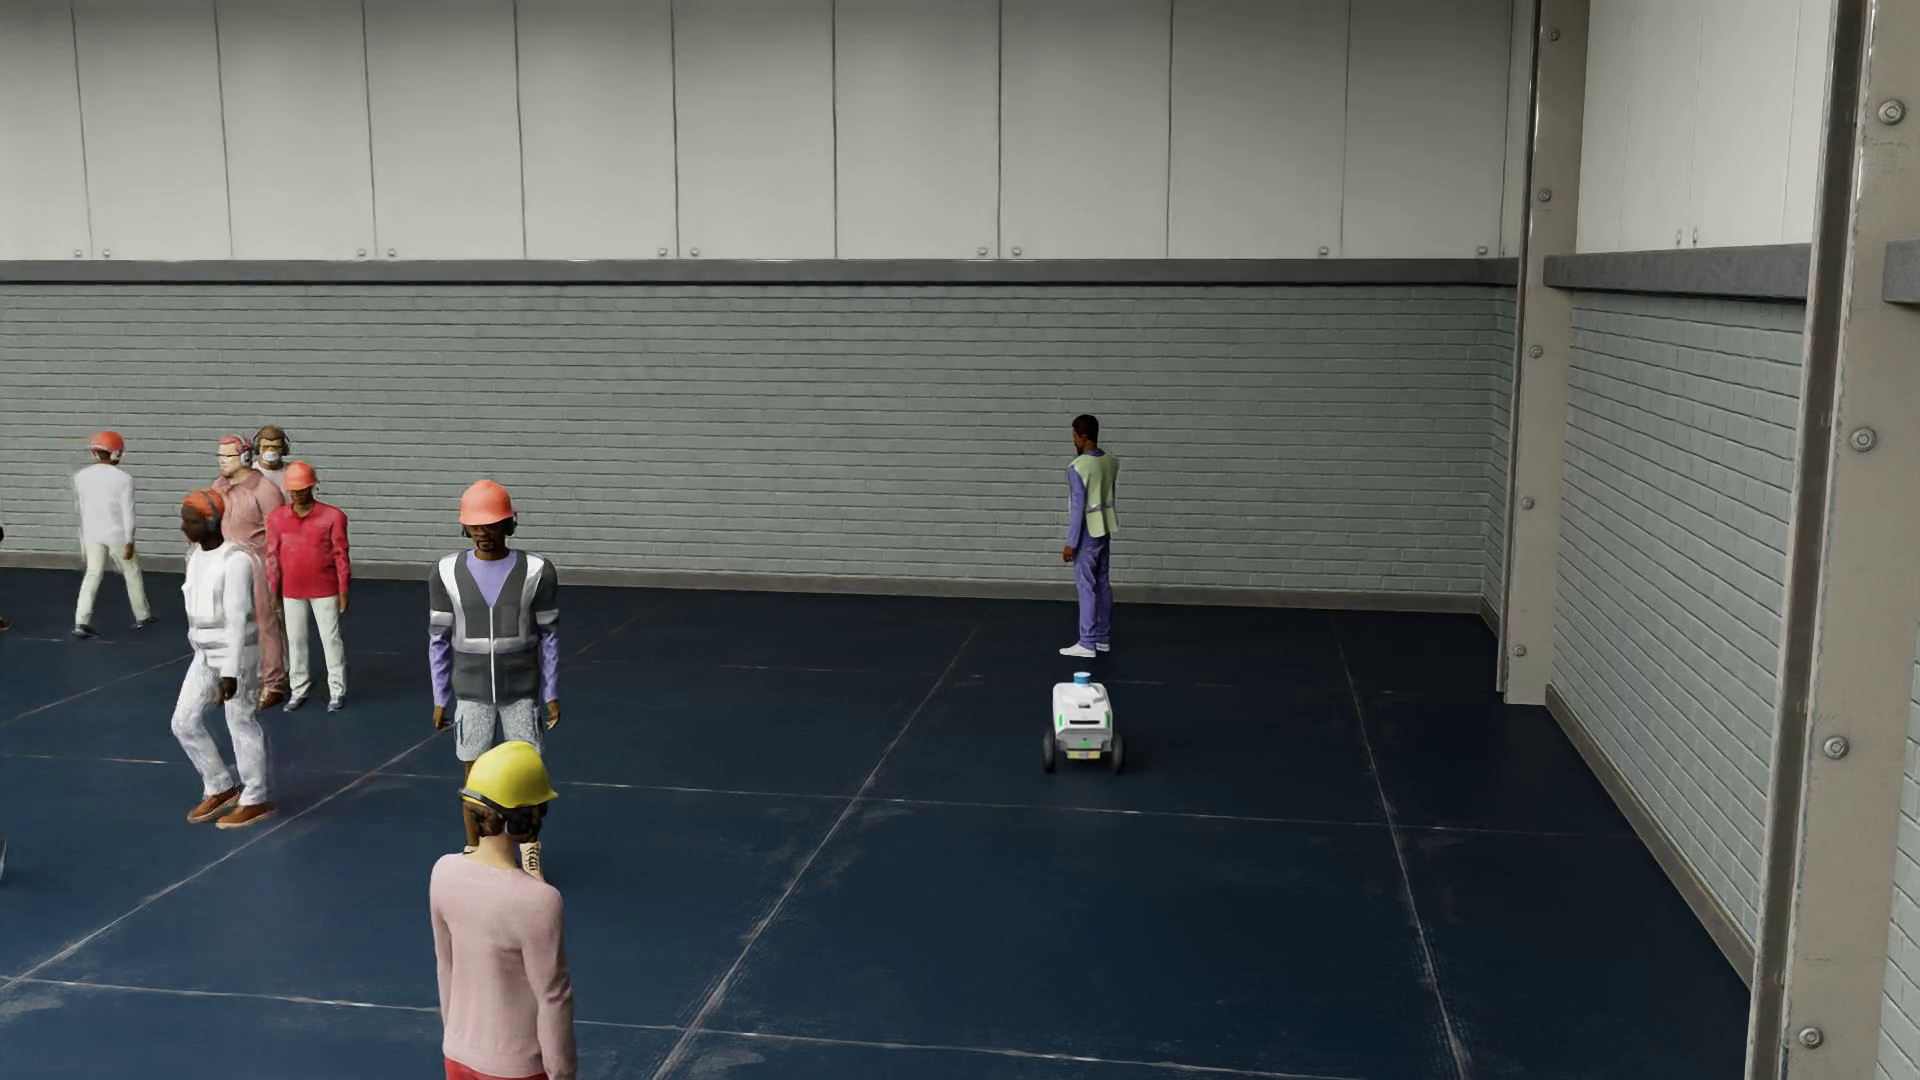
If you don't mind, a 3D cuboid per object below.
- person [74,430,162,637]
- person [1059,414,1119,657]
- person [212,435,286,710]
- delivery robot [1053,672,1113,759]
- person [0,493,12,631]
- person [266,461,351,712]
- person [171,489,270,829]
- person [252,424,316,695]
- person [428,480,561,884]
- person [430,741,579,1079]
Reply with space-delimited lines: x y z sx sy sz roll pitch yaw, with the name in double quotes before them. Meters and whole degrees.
"person" -7.112 -0.057 13.868 0.565 1.715 0.880 1 9 9
"person" 1.028 -0.032 13.087 0.392 1.914 0.589 6 11 35
"person" -4.970 0.222 11.536 0.639 1.911 0.402 4 10 26
"delivery robot" 0.751 1.058 10.250 0.477 0.478 0.707 0 9 1
"person" -8.267 -0.141 13.841 0.574 1.887 0.356 -1 9 -8
"person" -4.479 0.323 11.423 0.570 1.743 0.352 0 9 -1
"person" -4.010 0.658 8.968 0.578 1.867 0.526 6 11 34
"person" -4.936 0.131 12.012 0.376 1.937 0.629 8 12 40
"person" -2.238 0.723 8.028 0.615 2.043 0.373 -2 9 -10
"person" -1.233 1.421 4.605 0.528 1.759 0.337 7 11 36
